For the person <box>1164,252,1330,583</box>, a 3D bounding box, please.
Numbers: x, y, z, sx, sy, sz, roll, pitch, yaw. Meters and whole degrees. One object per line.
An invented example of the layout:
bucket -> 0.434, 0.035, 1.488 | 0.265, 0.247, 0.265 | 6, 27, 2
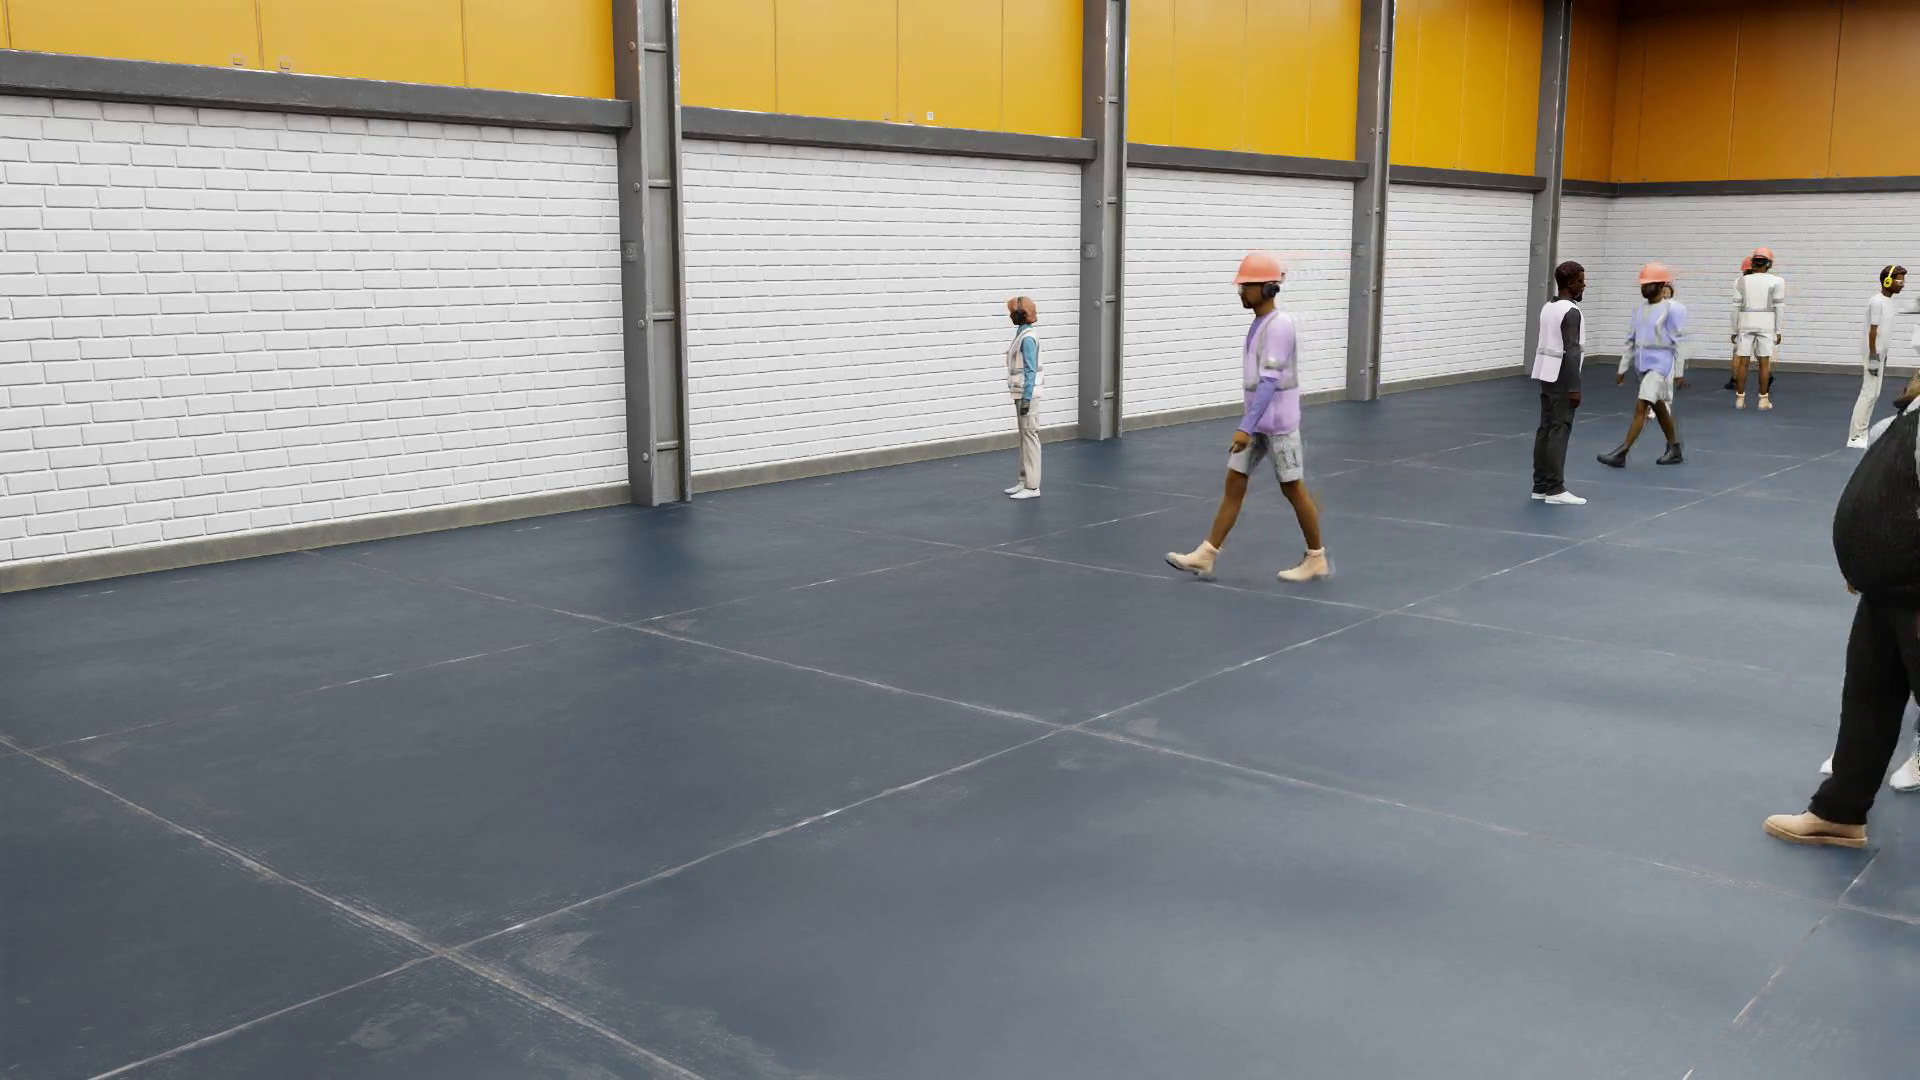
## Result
person -> 1.786, -0.711, 9.958 | 1.024, 1.989, 0.619 | -2, 10, -9

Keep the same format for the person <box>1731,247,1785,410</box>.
person -> 10.014, -2.651, 20.899 | 0.605, 2.034, 0.387 | 7, 12, 35

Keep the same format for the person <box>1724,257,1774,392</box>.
person -> 11.192, -3.035, 23.471 | 0.547, 1.908, 0.885 | -1, 10, -6

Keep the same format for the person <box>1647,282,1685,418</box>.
person -> 8.316, -2.247, 19.773 | 0.513, 1.626, 0.366 | 5, 11, 27

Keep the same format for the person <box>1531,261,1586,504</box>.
person -> 4.772, -1.249, 13.238 | 0.391, 1.920, 0.593 | 0, 10, -3

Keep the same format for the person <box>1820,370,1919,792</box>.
person -> 3.556, 0.101, 6.150 | 0.429, 1.711, 0.535 | -9, 13, -42

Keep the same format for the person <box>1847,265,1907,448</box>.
person -> 9.292, -1.842, 16.832 | 0.366, 1.849, 0.490 | 9, 13, 42

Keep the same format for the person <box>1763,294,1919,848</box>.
person -> 3.210, 0.080, 5.328 | 0.916, 2.000, 0.686 | 4, 11, 20

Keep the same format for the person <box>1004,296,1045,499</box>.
person -> 0.525, -1.149, 13.473 | 0.313, 1.637, 0.513 | -1, 10, -3

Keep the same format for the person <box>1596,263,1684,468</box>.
person -> 6.378, -1.605, 15.388 | 1.015, 1.879, 0.560 | -3, 11, -19
